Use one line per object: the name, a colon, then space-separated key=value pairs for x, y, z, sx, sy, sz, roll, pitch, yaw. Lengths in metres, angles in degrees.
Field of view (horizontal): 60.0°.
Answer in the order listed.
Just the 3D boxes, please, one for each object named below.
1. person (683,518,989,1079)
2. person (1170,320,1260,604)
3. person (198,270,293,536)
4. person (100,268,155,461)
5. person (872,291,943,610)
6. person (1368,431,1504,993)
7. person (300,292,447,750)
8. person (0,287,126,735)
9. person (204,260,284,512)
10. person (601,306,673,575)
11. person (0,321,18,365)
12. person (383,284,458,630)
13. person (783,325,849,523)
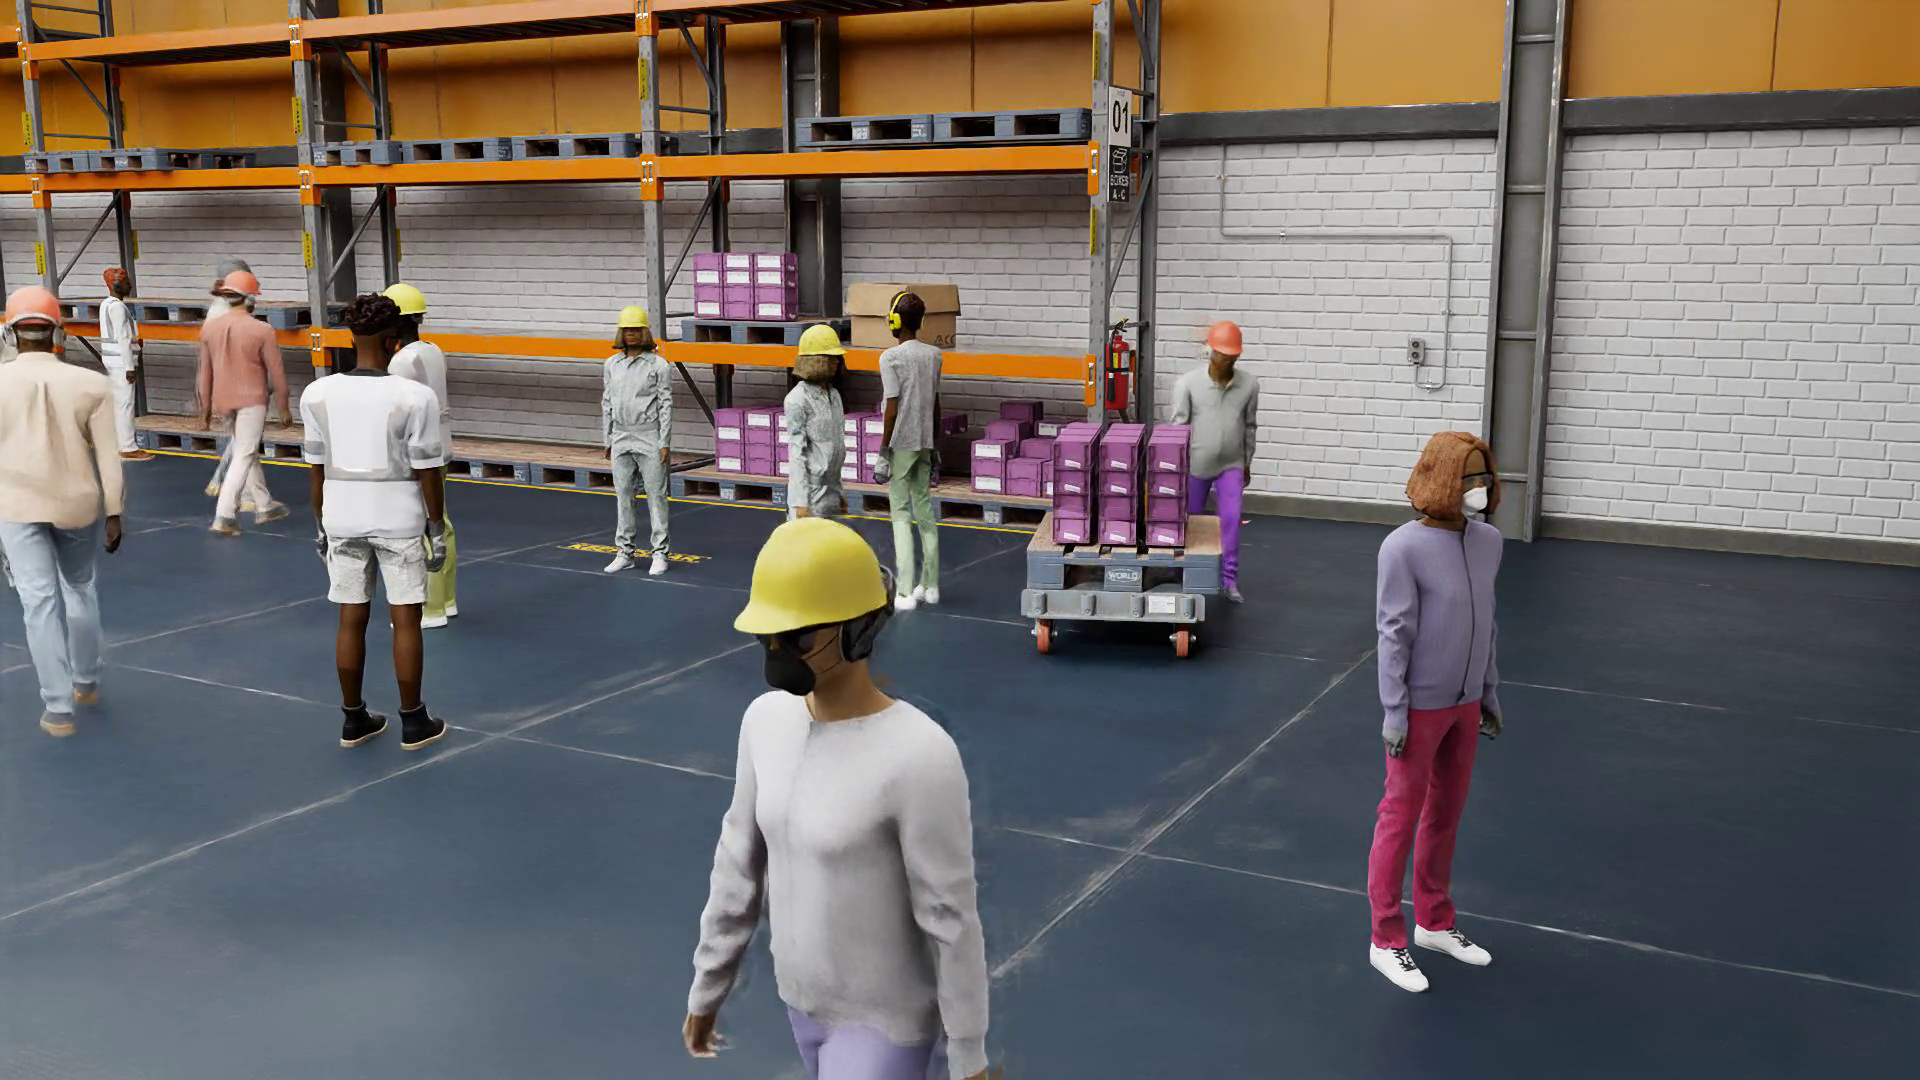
person: x=-0.263 y=0.819 z=2.842 sx=0.901 sy=1.715 sz=0.554 roll=-9 pitch=14 yaw=-41
person: x=1.515 y=-0.504 z=10.175 sx=0.584 sy=1.709 sz=0.784 roll=-2 pitch=10 yaw=-10
person: x=-5.341 y=-1.026 z=12.380 sx=0.642 sy=1.946 sz=1.029 roll=2 pitch=11 yaw=13
person: x=-8.201 y=-1.714 z=16.301 sx=0.354 sy=1.883 sz=0.576 roll=-8 pitch=13 yaw=-38
person: x=-0.315 y=-0.524 z=9.815 sx=0.315 sy=1.869 sz=0.534 roll=9 pitch=13 yaw=39
person: x=1.412 y=0.491 z=4.898 sx=0.498 sy=1.633 sz=0.285 roll=-7 pitch=13 yaw=-35
person: x=-2.479 y=-0.071 z=7.108 sx=0.598 sy=1.958 sz=0.372 roll=1 pitch=10 yaw=4
person: x=-4.151 y=-0.148 z=7.522 sx=0.618 sy=1.955 sz=0.904 roll=-8 pitch=13 yaw=-36
person: x=-5.800 y=-1.245 z=13.300 sx=0.686 sy=2.000 sz=0.715 roll=-2 pitch=11 yaw=-13
person: x=-2.101 y=-0.643 z=10.806 sx=0.488 sy=1.746 sz=0.285 roll=3 pitch=11 yaw=15
person: x=-7.072 y=-0.944 z=11.969 sx=0.594 sy=1.923 sz=0.388 roll=-5 pitch=11 yaw=-25
person: x=-3.036 y=-0.456 z=9.283 sx=0.378 sy=1.928 sz=0.585 roll=0 pitch=10 yaw=2
person: x=-0.716 y=-0.228 z=8.535 sx=0.301 sy=1.745 sz=0.483 roll=4 pitch=11 yaw=23
